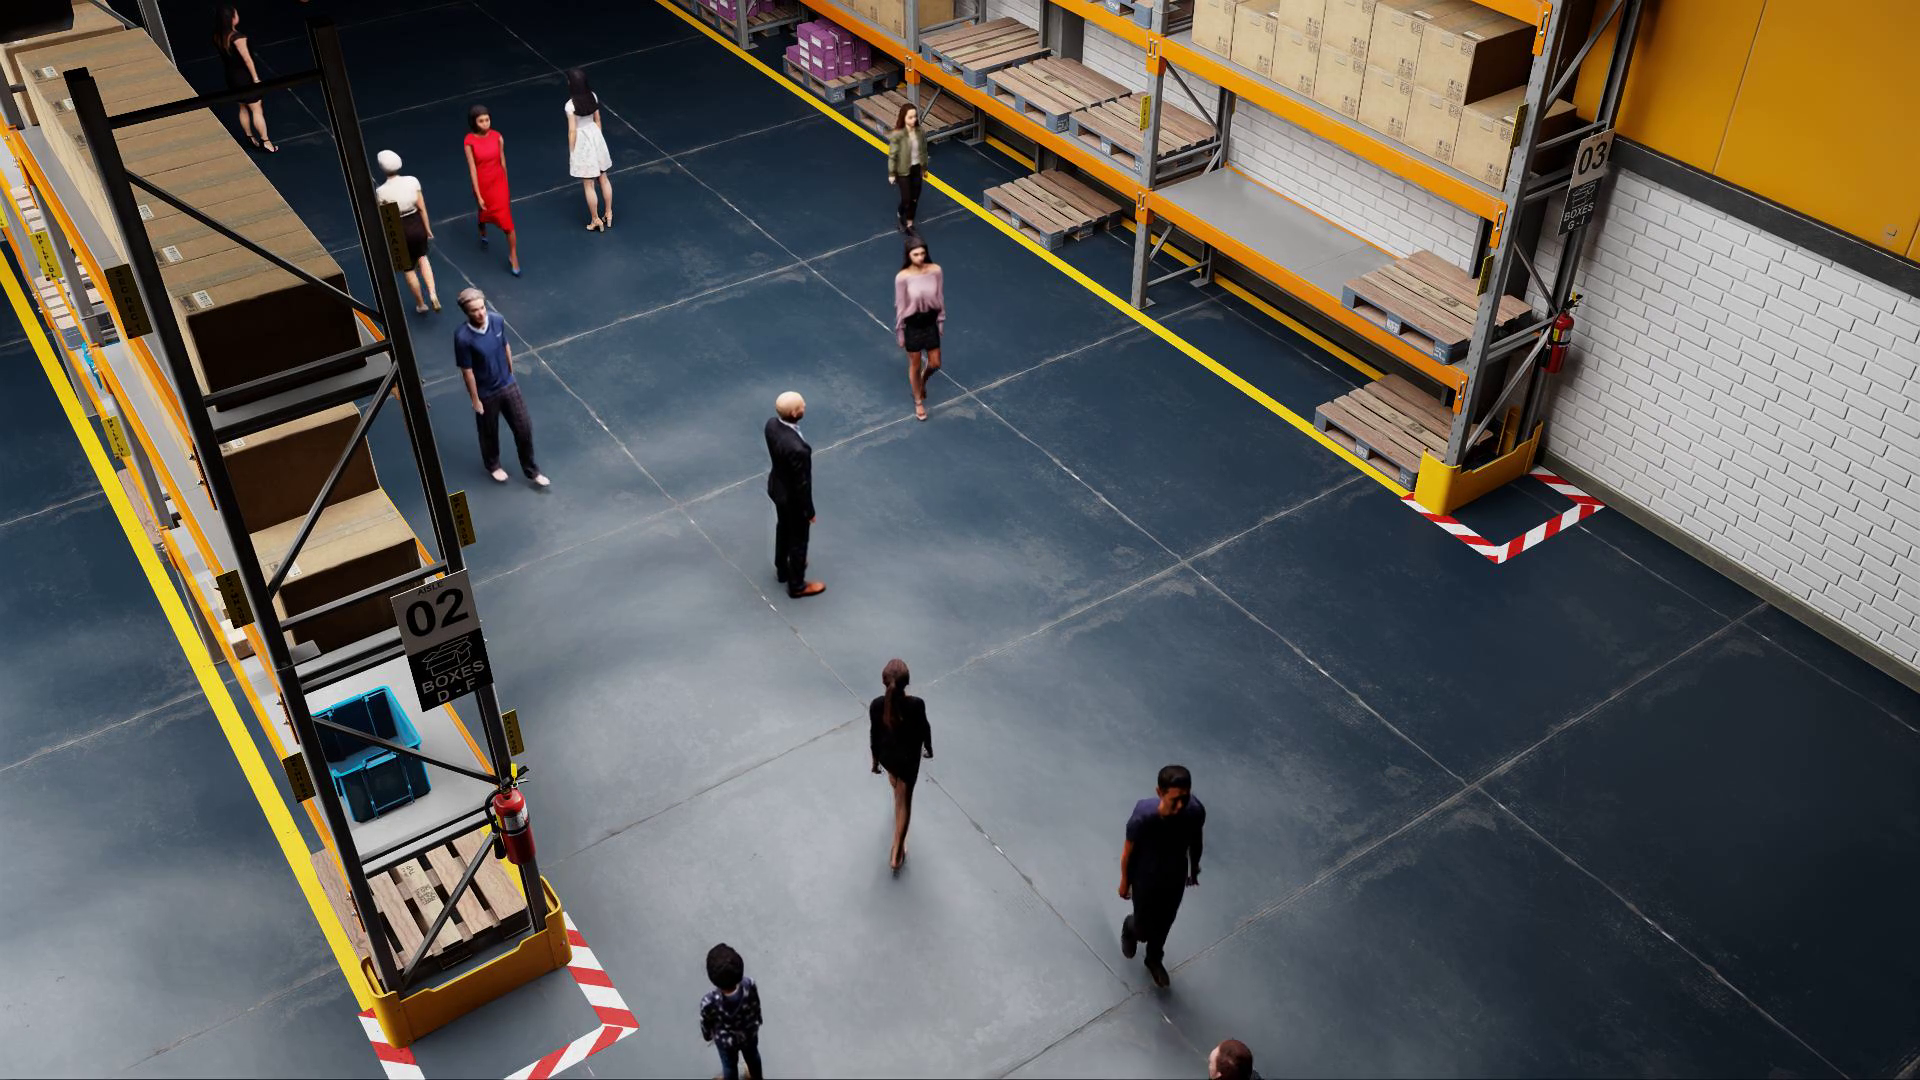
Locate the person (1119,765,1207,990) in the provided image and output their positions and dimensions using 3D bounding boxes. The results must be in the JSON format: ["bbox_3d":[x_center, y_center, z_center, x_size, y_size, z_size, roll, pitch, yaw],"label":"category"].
[{"bbox_3d":[1.147,1.911,9.828,0.766,1.786,0.810,-10,40,-13],"label":"person"}]

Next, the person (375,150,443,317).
[{"bbox_3d":[-5.220,-2.861,15.835,0.666,1.747,0.766,-27,46,-29],"label":"person"}]

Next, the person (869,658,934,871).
[{"bbox_3d":[-0.391,1.432,10.647,0.990,1.513,1.106,3,39,4],"label":"person"}]

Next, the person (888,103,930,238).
[{"bbox_3d":[-0.565,-3.861,17.308,0.594,1.472,0.570,-22,44,-25],"label":"person"}]

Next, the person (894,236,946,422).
[{"bbox_3d":[-0.386,-1.875,14.556,0.727,1.803,0.763,-13,40,-15],"label":"person"}]

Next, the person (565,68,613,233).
[{"bbox_3d":[-3.870,-4.060,17.315,0.709,1.774,0.708,29,47,31],"label":"person"}]

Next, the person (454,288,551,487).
[{"bbox_3d":[-3.935,-1.289,13.785,0.930,1.848,0.766,31,48,33],"label":"person"}]

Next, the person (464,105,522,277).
[{"bbox_3d":[-4.764,-3.552,16.727,0.610,1.713,1.091,-20,43,-23],"label":"person"}]

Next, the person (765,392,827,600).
[{"bbox_3d":[-1.281,-0.353,12.655,0.747,1.796,0.497,-20,43,-24],"label":"person"}]

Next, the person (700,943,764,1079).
[{"bbox_3d":[-1.259,2.709,9.260,0.525,1.248,0.523,-18,42,-21],"label":"person"}]

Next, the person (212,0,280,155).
[{"bbox_3d":[-8.110,-5.203,18.791,0.679,1.718,0.800,21,43,24],"label":"person"}]
